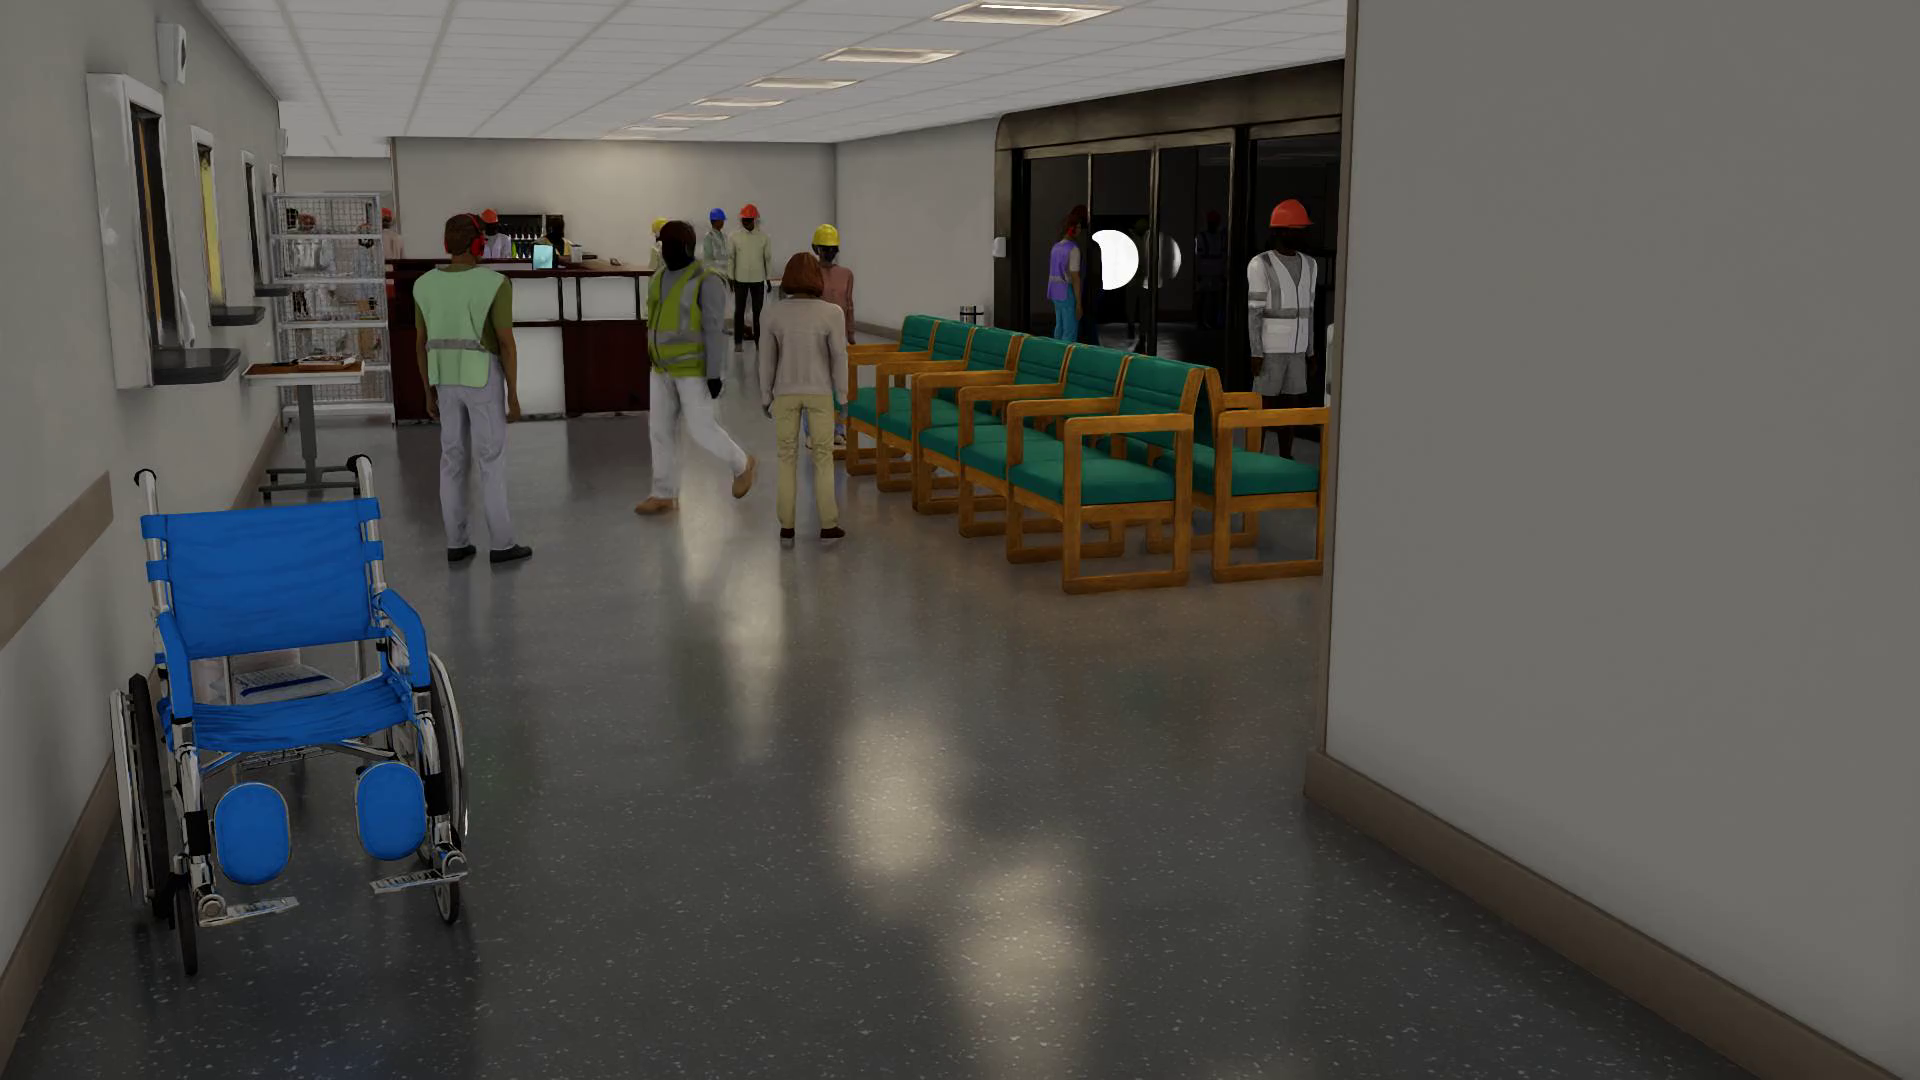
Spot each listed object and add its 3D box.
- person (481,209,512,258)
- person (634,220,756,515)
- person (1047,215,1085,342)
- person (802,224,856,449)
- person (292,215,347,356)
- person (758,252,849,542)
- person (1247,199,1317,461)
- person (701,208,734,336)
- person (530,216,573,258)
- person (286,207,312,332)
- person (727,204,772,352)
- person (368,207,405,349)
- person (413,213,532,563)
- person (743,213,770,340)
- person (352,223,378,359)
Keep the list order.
[{"bbox_3d":[-6.509,-3.635,23.197,0.545,1.931,0.381,-2,11,-11],"label":"person"},{"bbox_3d":[-1.658,-1.073,10.343,0.630,1.815,0.793,9,14,40],"label":"person"},{"bbox_3d":[1.145,-2.559,17.881,0.375,1.843,0.575,-5,12,-22],"label":"person"},{"bbox_3d":[-1.048,-1.604,13.183,0.533,1.768,0.311,-8,14,-35],"label":"person"},{"bbox_3d":[-8.429,-3.337,21.828,0.589,1.865,0.540,4,12,20],"label":"person"},{"bbox_3d":[-0.878,-0.799,9.395,0.507,1.631,0.266,1,11,6],"label":"person"},{"bbox_3d":[2.177,-1.301,11.178,0.546,1.942,0.348,-6,13,-29],"label":"person"},{"bbox_3d":[-3.716,-4.092,25.478,0.388,1.947,0.615,4,12,19],"label":"person"},{"bbox_3d":[-4.995,-3.083,20.610,0.429,1.835,0.630,9,14,39],"label":"person"},{"bbox_3d":[-10.533,-4.270,26.345,0.367,1.966,0.606,3,11,15],"label":"person"},{"bbox_3d":[-2.852,-3.551,22.592,0.613,1.991,0.391,-3,11,-15],"label":"person"},{"bbox_3d":[-7.794,-3.553,22.709,0.916,1.949,0.631,5,12,24],"label":"person"},{"bbox_3d":[-2.604,-0.792,8.807,0.564,1.847,0.395,3,11,14],"label":"person"},{"bbox_3d":[-3.053,-3.900,24.626,0.425,1.890,0.664,-4,12,-21],"label":"person"},{"bbox_3d":[-7.278,-3.015,20.475,0.337,1.743,0.562,-6,13,-29],"label":"person"}]
